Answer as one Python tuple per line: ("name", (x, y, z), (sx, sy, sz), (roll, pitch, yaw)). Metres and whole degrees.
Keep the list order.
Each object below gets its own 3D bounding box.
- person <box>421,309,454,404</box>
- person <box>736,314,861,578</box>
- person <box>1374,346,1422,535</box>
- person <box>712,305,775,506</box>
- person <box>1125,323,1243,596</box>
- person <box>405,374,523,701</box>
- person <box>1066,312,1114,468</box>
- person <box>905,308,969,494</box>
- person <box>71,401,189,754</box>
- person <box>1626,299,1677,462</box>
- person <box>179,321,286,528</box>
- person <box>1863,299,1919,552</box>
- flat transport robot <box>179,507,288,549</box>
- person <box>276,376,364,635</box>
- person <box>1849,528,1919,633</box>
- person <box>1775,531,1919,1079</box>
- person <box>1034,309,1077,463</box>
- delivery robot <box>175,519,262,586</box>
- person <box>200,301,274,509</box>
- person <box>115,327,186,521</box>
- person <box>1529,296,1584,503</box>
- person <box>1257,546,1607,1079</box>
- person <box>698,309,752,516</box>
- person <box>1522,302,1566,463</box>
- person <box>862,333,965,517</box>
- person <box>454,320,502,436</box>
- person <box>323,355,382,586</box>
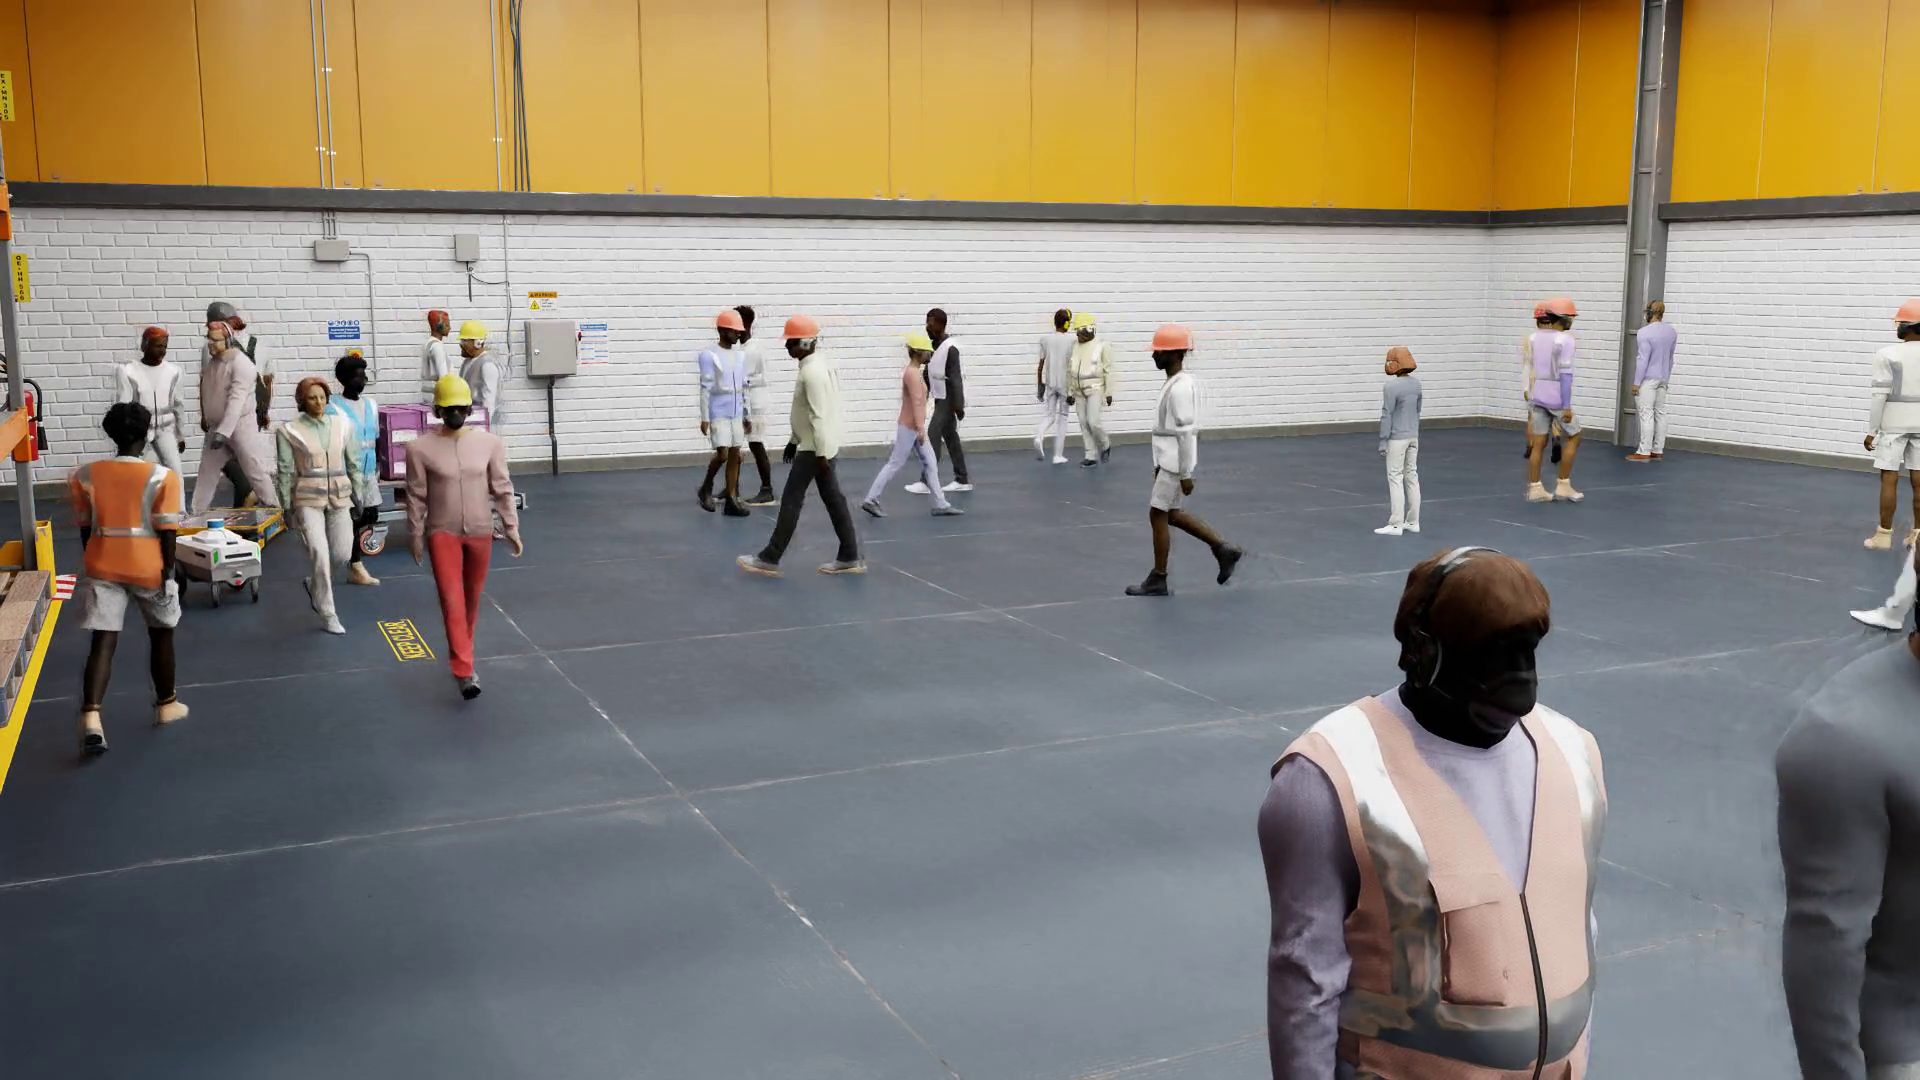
("person", (-5.374, -1.451, 17.290), (0.424, 1.883, 0.589), (-4, 10, -23))
("person", (-1.200, -0.690, 12.361), (0.988, 1.947, 0.641), (0, 9, 0))
("person", (3.804, -0.855, 14.389), (0.498, 1.626, 0.289), (-8, 12, -40))
("person", (-2.150, -1.281, 16.033), (0.780, 1.938, 0.630), (-2, 9, -10))
("person", (1.568, -0.546, 11.555), (0.740, 1.921, 0.545), (1, 9, 7))
("person", (-2.639, -0.017, 8.869), (0.540, 1.718, 0.904), (-6, 11, -32))
("person", (1.501, -1.734, 19.261), (0.597, 1.802, 0.448), (8, 12, 40))
("person", (-0.272, -1.416, 17.036), (0.863, 1.883, 0.605), (-3, 10, -19))
("person", (-4.005, 0.165, 7.962), (0.532, 1.653, 0.868), (-1, 9, -5))
("person", (8.251, -1.893, 19.855), (0.643, 1.939, 0.373), (-6, 11, -32))
("person", (-6.233, -0.931, 14.153), (0.644, 1.850, 0.979), (6, 11, 32))
("person", (7.634, -0.915, 13.437), (0.614, 2.047, 0.357), (1, 9, 3))
("flat transport robot", (-6.060, -0.096, 13.856), (0.652, 0.197, 1.431), (-2, 9, -11))
("person", (-4.071, -0.236, 10.540), (0.633, 1.617, 0.525), (9, 13, 44))
("person", (6.041, -0.337, 10.312), (0.902, 1.890, 0.620), (5, 11, 29))
("person", (1.647, 0.863, 2.806), (0.645, 1.917, 0.447), (-3, 10, -20))
("person", (1.133, -1.794, 19.546), (0.524, 1.844, 0.579), (5, 10, 26))
("delivery robot", (-5.132, 0.096, 11.493), (0.707, 0.478, 0.477), (9, 12, 43))
("person", (-6.573, -1.204, 15.256), (0.743, 2.000, 0.776), (5, 10, 29))
("person", (-6.908, -0.907, 14.170), (0.610, 1.821, 0.920), (-9, 13, -44))
("person", (5.906, -1.366, 16.299), (0.686, 2.024, 0.636), (-3, 10, -17))
("person", (0.786, 0.921, 2.692), (0.627, 1.844, 0.429), (-4, 10, -22))
("person", (-2.172, -1.173, 15.407), (0.454, 1.924, 0.580), (7, 12, 38))
("person", (6.973, -1.868, 19.807), (0.554, 1.910, 0.859), (1, 9, 7))
("person", (-0.464, -1.051, 15.347), (0.950, 1.713, 0.545), (0, 9, -1))
("person", (-4.531, -1.109, 15.343), (0.610, 1.815, 0.620), (-8, 12, -39))
("person", (-4.472, -0.507, 12.083), (0.578, 1.680, 0.533), (4, 10, 26))
